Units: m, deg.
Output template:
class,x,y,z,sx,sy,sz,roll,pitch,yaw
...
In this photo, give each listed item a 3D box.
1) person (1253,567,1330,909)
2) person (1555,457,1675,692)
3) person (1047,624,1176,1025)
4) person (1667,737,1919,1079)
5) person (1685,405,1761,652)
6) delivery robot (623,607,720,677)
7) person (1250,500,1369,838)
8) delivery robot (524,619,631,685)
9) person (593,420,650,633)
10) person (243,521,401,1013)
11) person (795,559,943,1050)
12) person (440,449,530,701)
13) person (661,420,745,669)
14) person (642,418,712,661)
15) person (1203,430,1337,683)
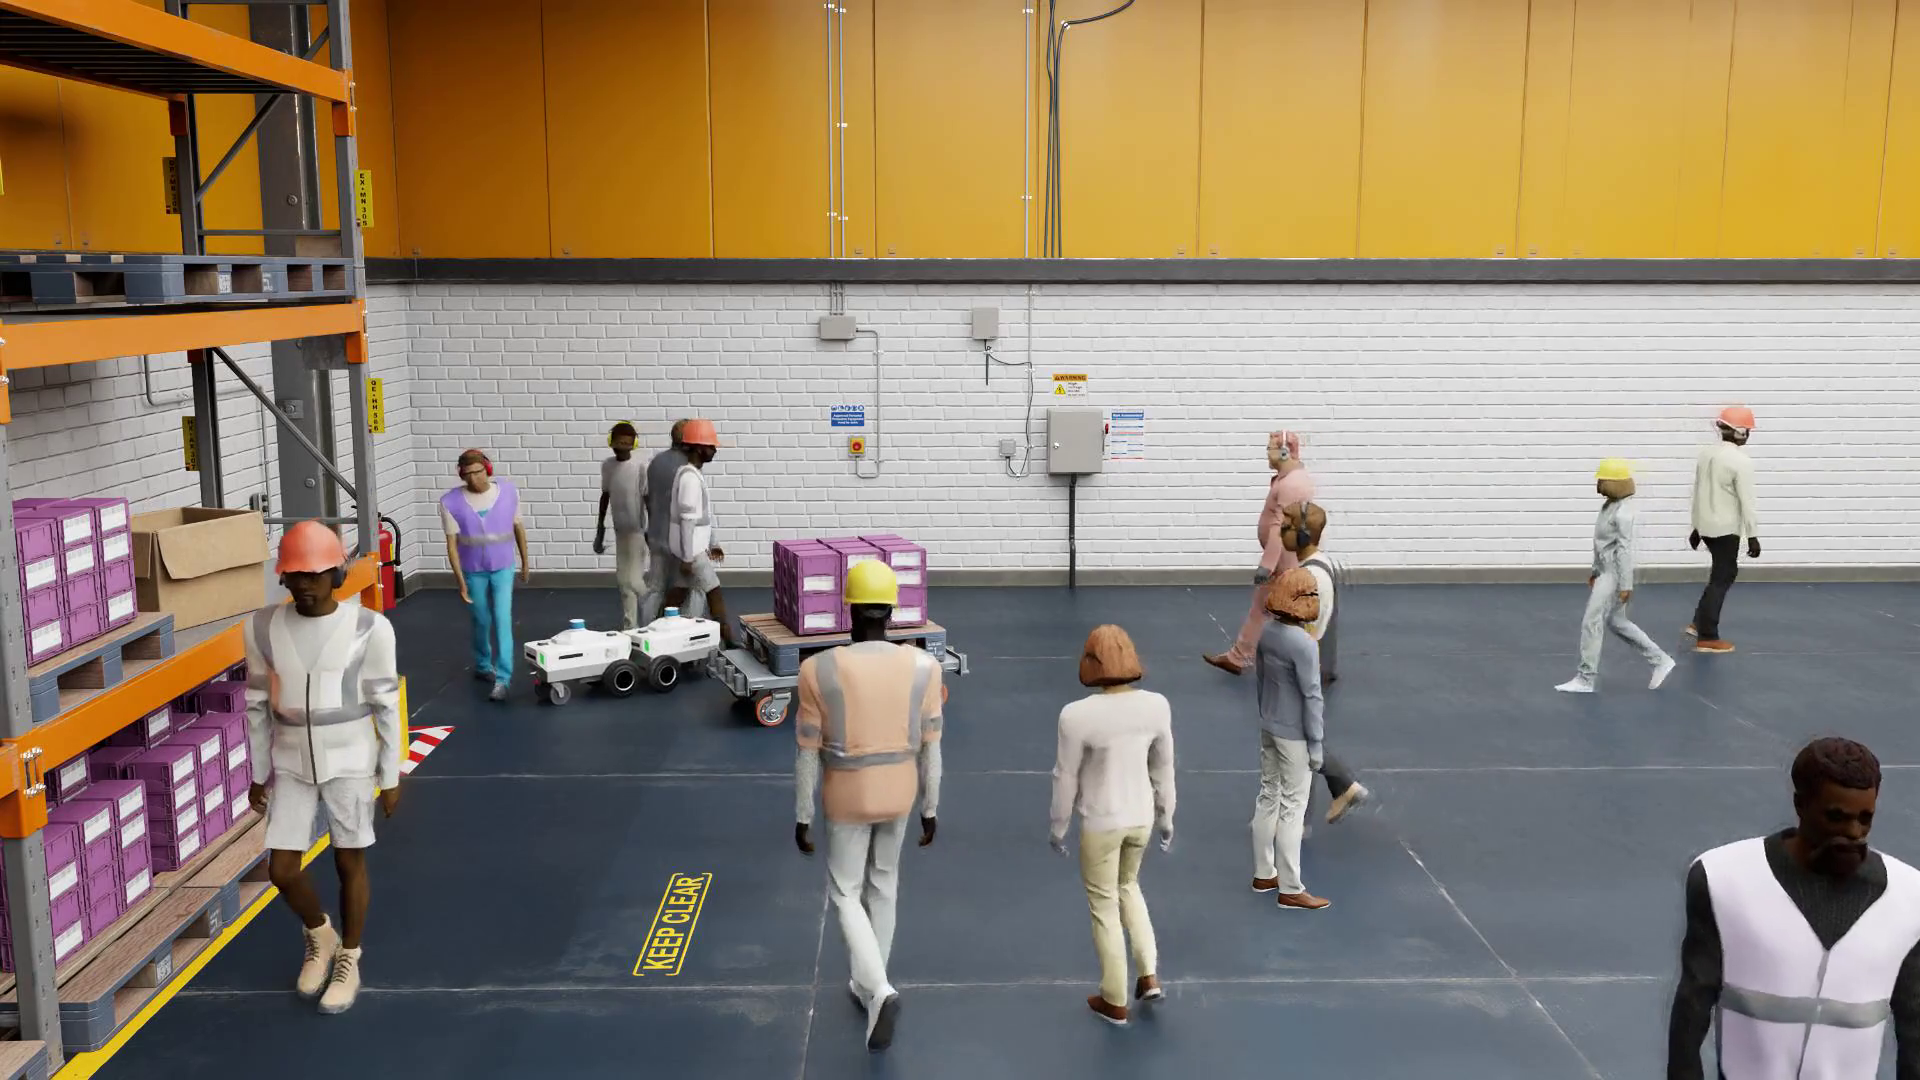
class,x,y,z,sx,sy,sz,roll,pitch,yaw
person,1.579,0.935,7.938,0.282,1.633,0.500,-3,10,-19
person,4.724,0.254,11.866,0.765,1.716,0.486,2,9,13
person,0.607,1.143,6.692,0.508,1.618,0.345,-5,10,-27
person,2.113,1.414,4.164,0.613,1.900,0.513,1,9,6
person,6.040,-0.078,13.123,0.451,1.974,0.623,-1,9,-4
delivery robot,-2.105,0.734,12.180,0.477,0.478,0.707,9,13,43
person,1.846,0.696,8.784,0.509,1.835,0.529,3,10,18
delivery robot,-2.701,0.804,11.755,0.707,0.478,0.477,-7,11,-35
person,-2.636,-0.042,13.317,0.660,1.843,0.469,6,11,31
person,-2.590,0.927,6.759,0.632,2.032,0.420,-1,9,-4
person,-0.343,1.027,6.552,0.595,1.903,0.731,-3,10,-20
person,-3.378,0.226,11.880,0.591,1.795,0.827,-3,10,-17
person,-1.902,0.047,12.561,0.927,1.893,0.548,-2,10,-15
person,-2.148,0.021,12.742,0.635,1.906,0.529,9,13,43
person,2.332,0.129,12.195,0.992,1.854,0.657,1,9,9
